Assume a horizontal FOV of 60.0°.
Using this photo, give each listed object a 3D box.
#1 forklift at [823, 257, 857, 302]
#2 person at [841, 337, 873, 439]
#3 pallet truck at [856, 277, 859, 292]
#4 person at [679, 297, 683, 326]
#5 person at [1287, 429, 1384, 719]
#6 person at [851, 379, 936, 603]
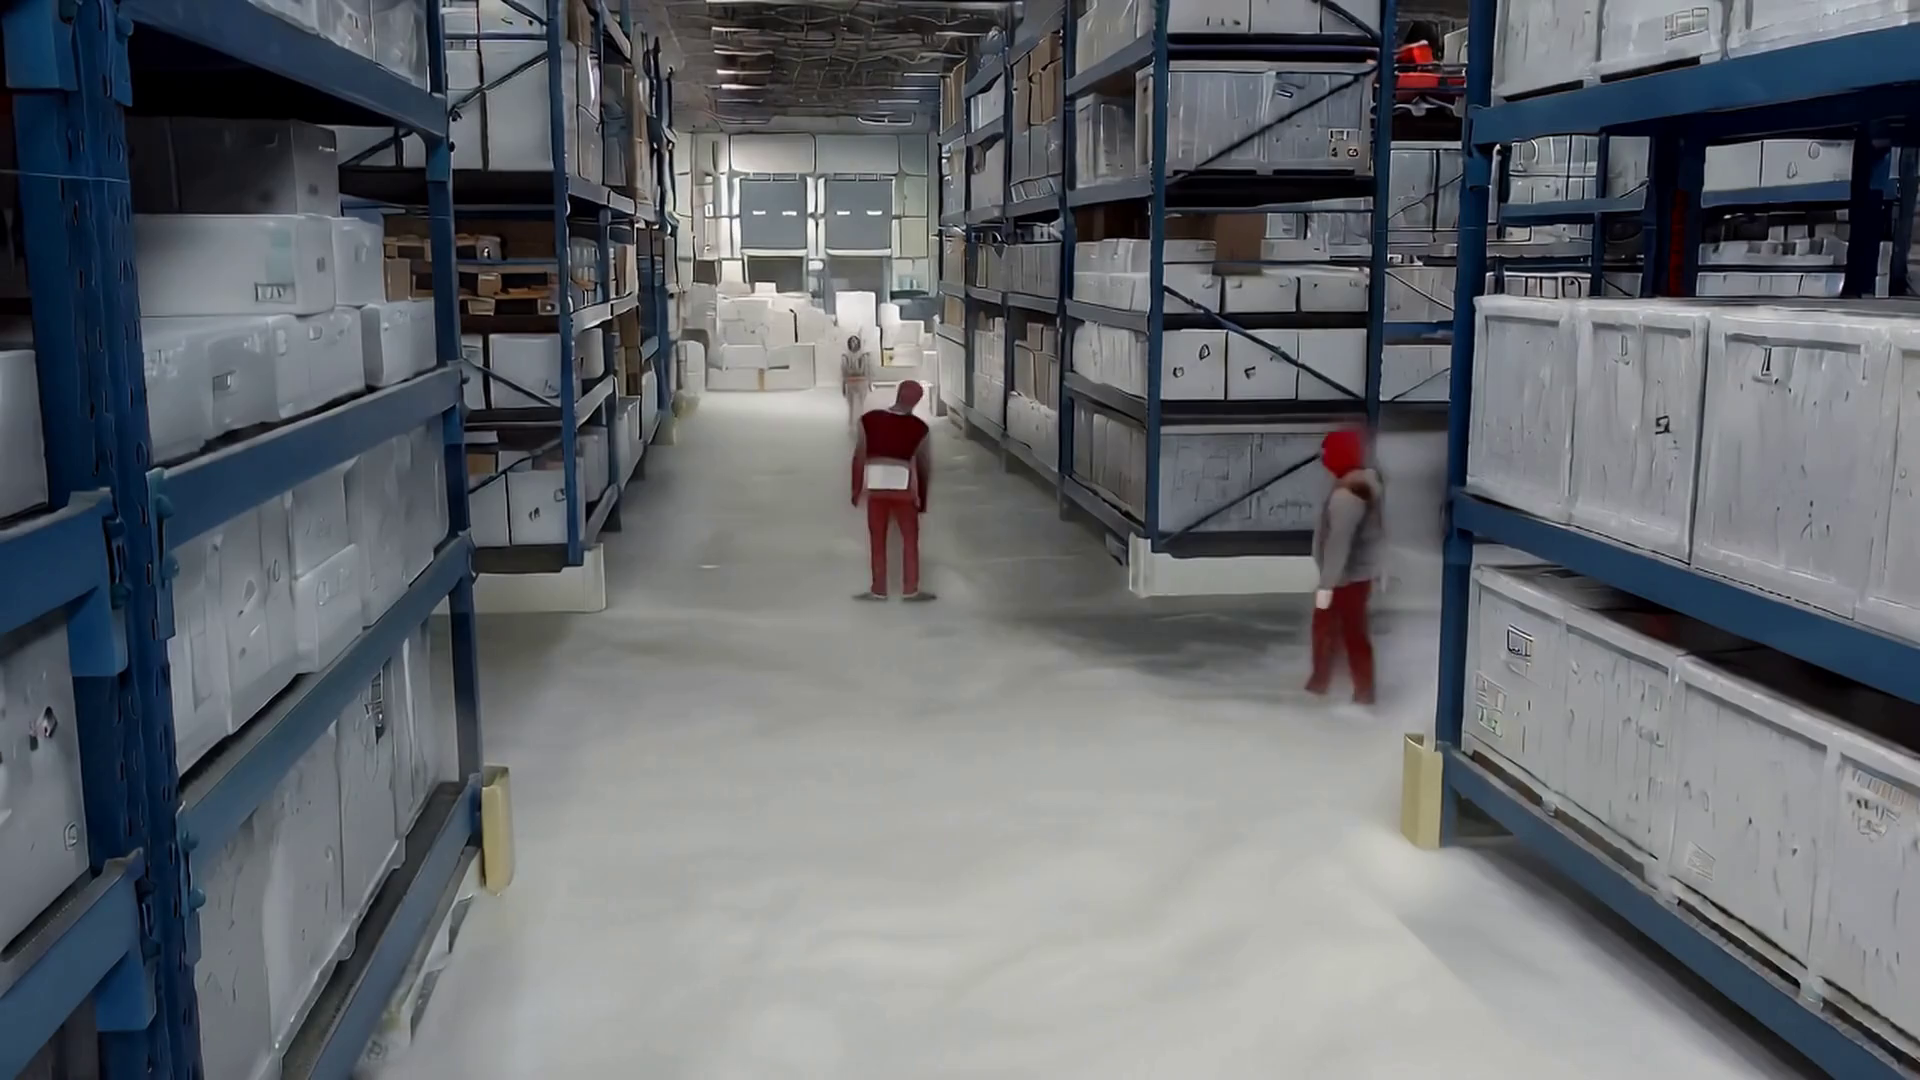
[{"bbox_3d":[-3.452,-6.789,48.092,1.129,2.768,1.873,2,10,13],"label":"forklift"},{"bbox_3d":[-1.638,-2.444,26.510,0.515,1.605,0.827,0,10,2],"label":"person"},{"bbox_3d":[-3.782,-9.391,65.808,1.885,1.965,0.823,2,10,10],"label":"pallet truck"},{"bbox_3d":[-10.143,-8.217,60.037,0.585,1.623,0.408,9,14,44],"label":"person"},{"bbox_3d":[2.316,0.213,10.408,0.736,1.815,0.661,4,10,21],"label":"person"},{"bbox_3d":[-0.568,-0.388,13.782,0.687,1.875,0.375,-1,10,-4],"label":"person"}]
